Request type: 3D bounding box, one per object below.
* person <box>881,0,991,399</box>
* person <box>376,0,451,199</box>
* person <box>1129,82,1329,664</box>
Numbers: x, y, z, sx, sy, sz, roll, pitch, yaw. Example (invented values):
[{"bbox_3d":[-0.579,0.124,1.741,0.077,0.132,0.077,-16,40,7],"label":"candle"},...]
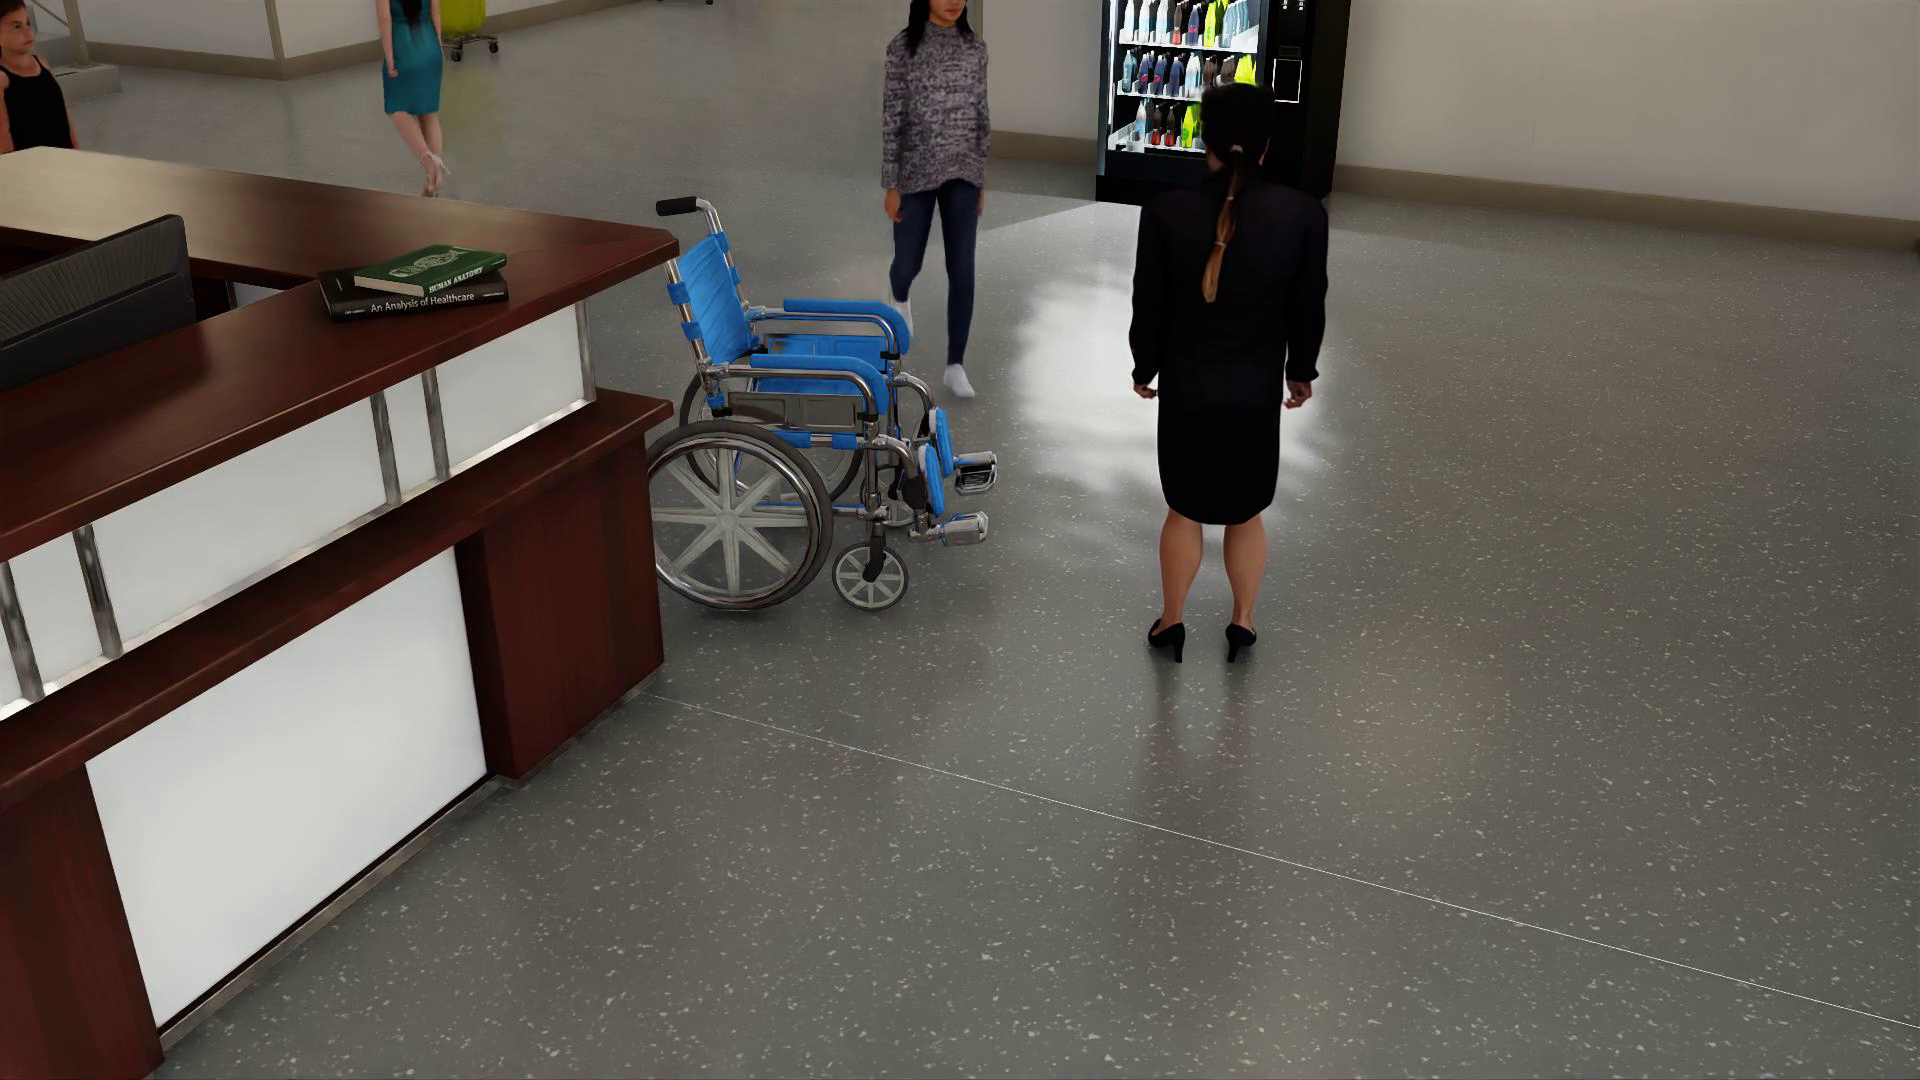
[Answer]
[{"bbox_3d":[-0.122,-1.481,6.774,1.027,1.718,1.055,-7,27,-15],"label":"person"},{"bbox_3d":[-3.038,-2.701,9.355,0.701,1.674,0.802,-21,33,-37],"label":"person"},{"bbox_3d":[0.722,-0.419,4.627,0.700,1.670,0.837,2,26,3],"label":"person"}]
